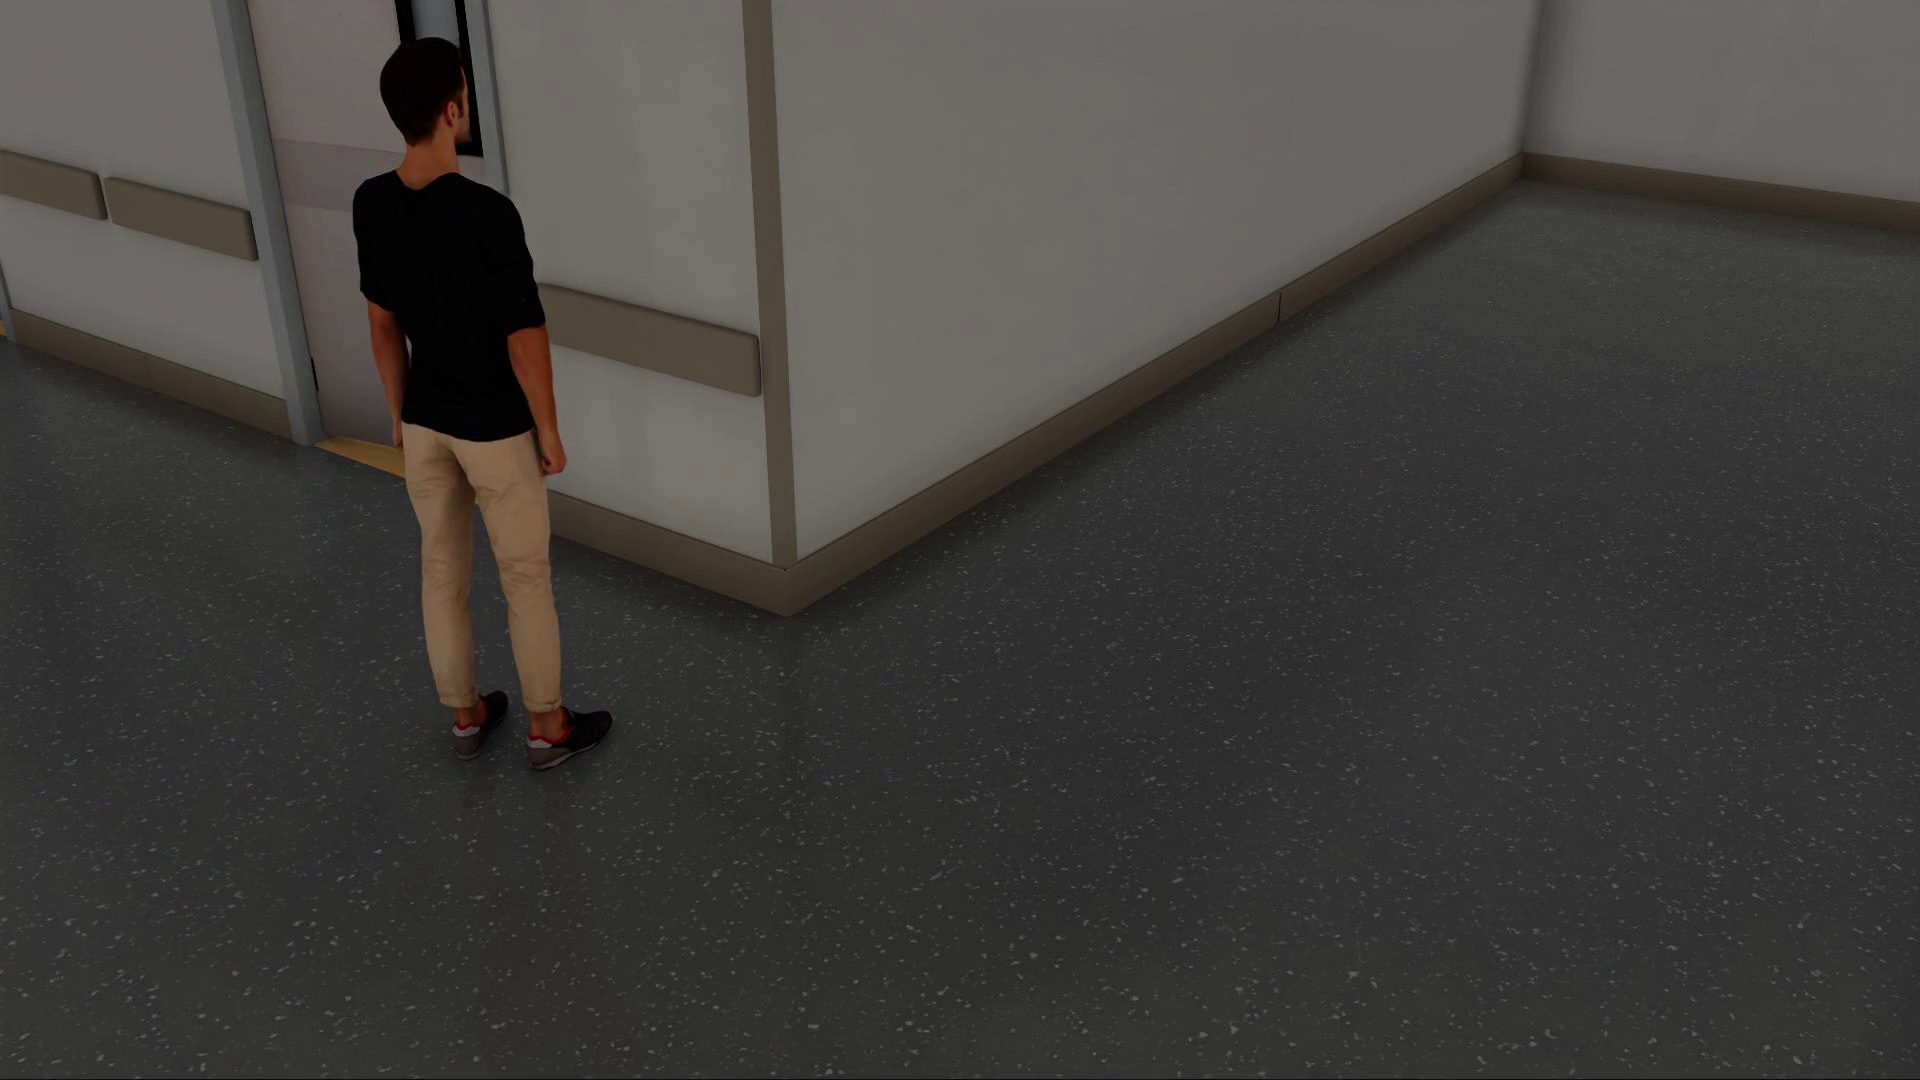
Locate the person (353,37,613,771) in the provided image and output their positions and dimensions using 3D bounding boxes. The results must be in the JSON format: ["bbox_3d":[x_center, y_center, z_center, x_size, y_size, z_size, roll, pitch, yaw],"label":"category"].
[{"bbox_3d":[-1.216,-0.285,4.117,0.686,1.859,0.623,9,27,17],"label":"person"}]
